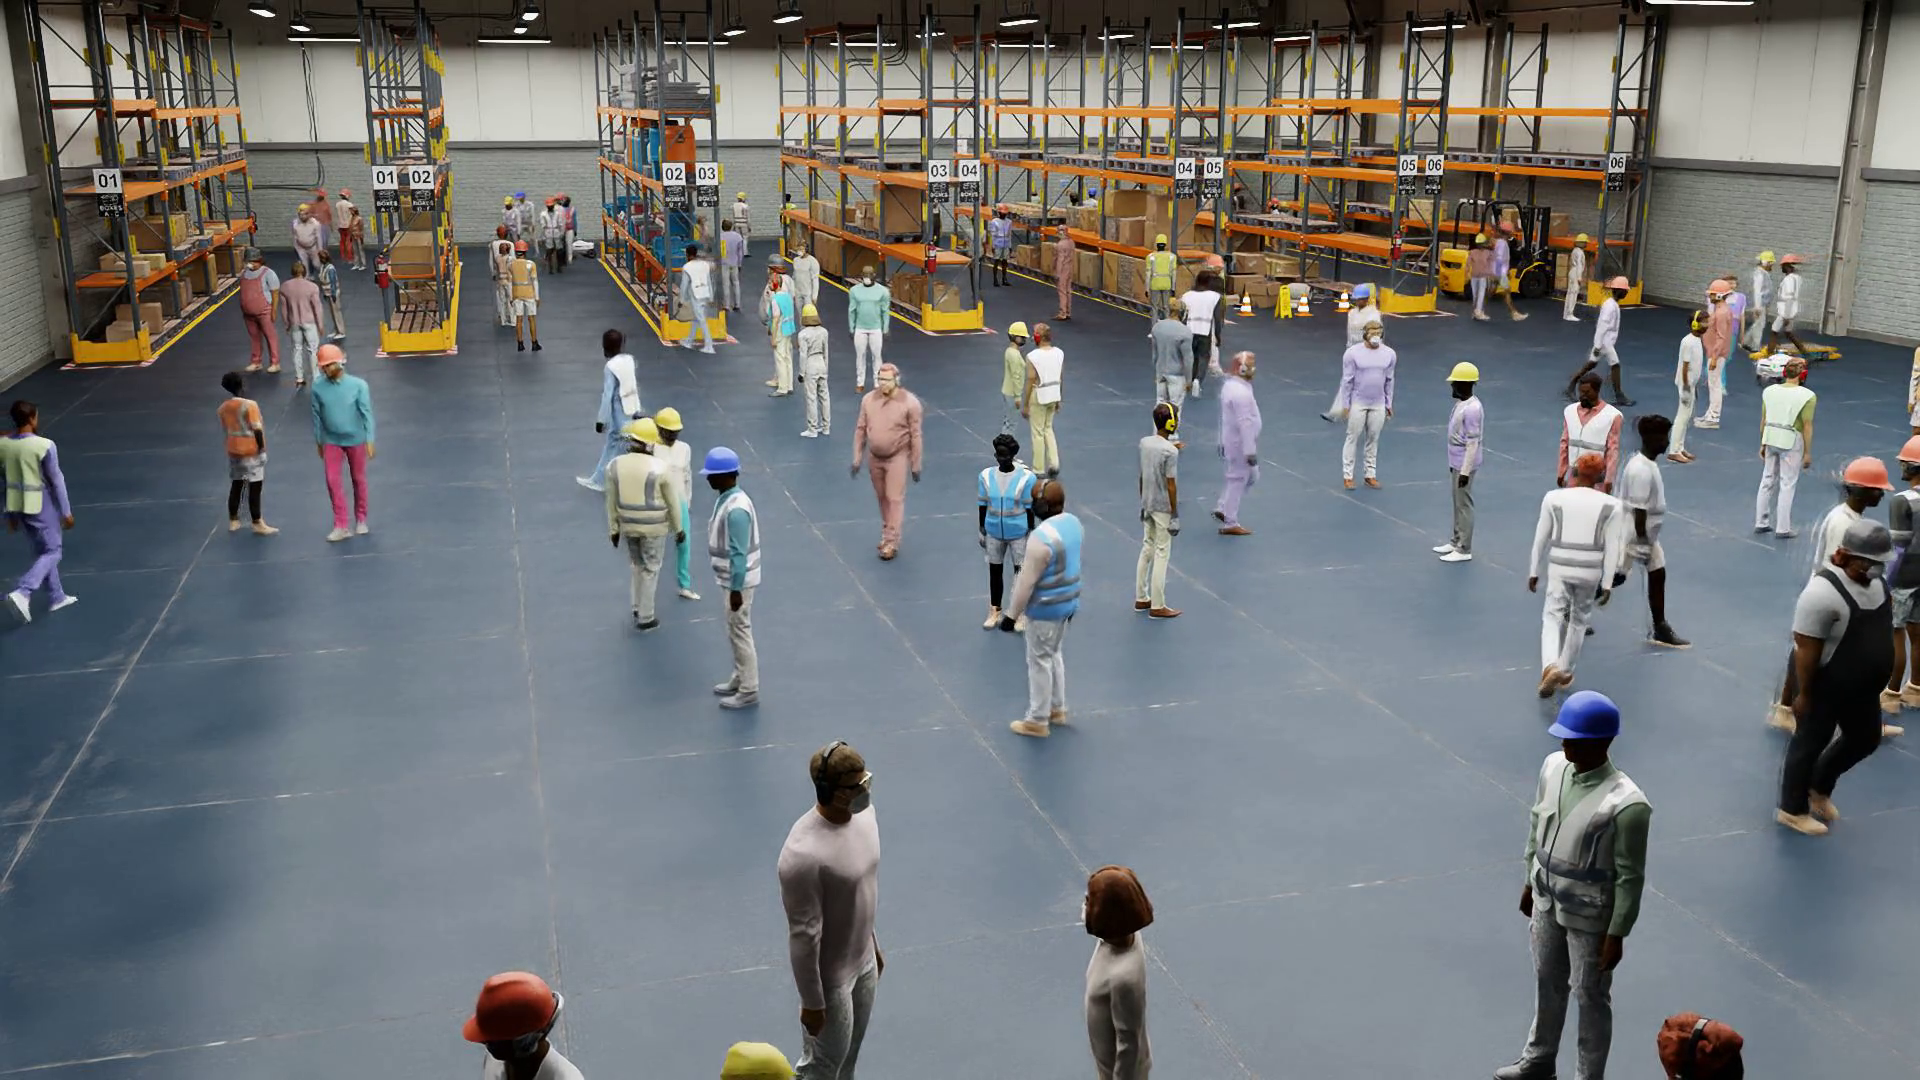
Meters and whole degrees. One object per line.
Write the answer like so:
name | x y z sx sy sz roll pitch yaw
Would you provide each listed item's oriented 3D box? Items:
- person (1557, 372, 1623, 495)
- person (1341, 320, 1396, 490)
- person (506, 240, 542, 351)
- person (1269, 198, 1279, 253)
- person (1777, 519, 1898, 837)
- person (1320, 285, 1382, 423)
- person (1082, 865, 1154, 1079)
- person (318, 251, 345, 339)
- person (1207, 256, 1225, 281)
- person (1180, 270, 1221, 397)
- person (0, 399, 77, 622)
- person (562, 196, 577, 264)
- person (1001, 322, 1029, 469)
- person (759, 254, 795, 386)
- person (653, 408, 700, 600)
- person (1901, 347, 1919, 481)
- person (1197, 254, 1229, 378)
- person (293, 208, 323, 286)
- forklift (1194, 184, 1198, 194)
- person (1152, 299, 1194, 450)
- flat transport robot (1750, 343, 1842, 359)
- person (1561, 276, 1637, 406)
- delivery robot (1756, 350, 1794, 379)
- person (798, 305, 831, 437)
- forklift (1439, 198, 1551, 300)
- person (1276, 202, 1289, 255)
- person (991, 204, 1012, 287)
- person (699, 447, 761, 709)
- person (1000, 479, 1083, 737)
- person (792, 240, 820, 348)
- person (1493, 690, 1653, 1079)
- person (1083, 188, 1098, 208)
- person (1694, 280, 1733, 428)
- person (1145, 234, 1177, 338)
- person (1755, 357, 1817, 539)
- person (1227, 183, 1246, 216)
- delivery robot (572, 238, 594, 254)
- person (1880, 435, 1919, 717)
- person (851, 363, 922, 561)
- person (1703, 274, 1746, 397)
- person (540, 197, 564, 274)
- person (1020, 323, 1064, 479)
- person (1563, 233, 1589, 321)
person | 5.871 -0.633 15.583 0.410 1.906 0.600 -10 18 -34
person | 4.635 -1.538 18.921 0.627 1.940 0.371 -2 15 -8
person | -7.683 -4.299 29.307 0.542 1.939 0.361 0 15 -1
person | 8.438 -8.318 44.779 0.319 1.756 0.563 1 15 3
person | 5.232 0.808 9.898 0.708 2.000 0.544 -8 17 -28
person | 5.406 -2.516 22.657 0.981 1.894 0.621 -10 18 -32
person | 0.579 1.982 6.258 0.285 1.633 0.501 0 15 1
person | -11.677 -4.549 30.861 0.322 1.627 0.528 -11 18 -36
person | 4.538 -4.315 29.956 0.283 1.633 0.499 -12 19 -37
person | 3.563 -3.068 24.772 0.612 1.894 0.777 5 16 20
person | -7.931 -0.249 14.178 0.597 1.895 0.784 4 15 16
person | -10.639 -8.352 44.812 0.648 1.806 0.627 -4 15 -15
person | 0.667 -1.746 20.044 0.329 1.763 0.523 -1 15 -5
person | -2.855 -3.411 25.773 0.536 2.000 0.672 4 15 16
person | -2.641 -0.342 14.802 0.527 1.742 0.659 -13 20 -40
person | 11.283 -1.626 19.251 0.544 1.939 0.355 7 16 25
person | 3.976 -3.621 26.733 0.613 1.964 0.898 -14 21 -43
person | -15.183 -6.795 38.799 0.647 1.895 0.622 -2 15 -6
forklift | 7.392 -11.333 53.972 1.873 2.768 1.129 -4 15 -15
person | 2.678 -2.077 20.978 0.381 1.927 0.640 -13 20 -41
flat transport robot | 14.273 -3.203 28.383 1.431 0.197 0.652 -7 16 -23
person | 9.325 -2.895 24.156 1.036 1.884 0.552 6 16 22
delivery robot | 12.697 -2.700 25.764 0.707 0.478 0.477 -8 17 -27
person | -1.944 -2.226 21.899 0.322 1.736 0.487 14 20 43
forklift | 11.913 -6.508 37.130 2.313 2.155 1.214 -4 15 -15
person | 8.482 -7.985 43.655 0.300 1.697 0.697 -4 15 -13
person | 0.993 -6.986 39.416 0.545 1.941 0.350 -7 16 -25
person | -1.661 0.268 12.133 0.422 1.935 0.621 -4 15 -15
person | 0.598 0.477 11.565 0.452 1.826 0.662 7 17 26
person | -2.740 -4.350 29.523 0.625 1.933 0.374 14 20 42
person | 2.658 1.572 7.196 0.388 1.947 0.615 -6 16 -22
person | 3.643 -8.774 46.129 0.603 1.949 0.389 11 18 35
person | 10.190 -2.511 22.472 0.395 1.993 0.616 7 16 24
person | 3.713 -4.699 30.835 0.587 1.928 0.362 -2 15 -6
person | 8.326 -0.928 16.824 0.395 1.836 0.561 -8 17 -27
person | 7.844 -9.194 47.629 0.628 1.985 1.036 -13 20 -41
delivery robot | -10.576 -8.164 46.327 0.707 0.478 0.477 -8 17 -27
person | 6.799 0.257 11.964 0.611 2.042 0.394 -7 16 -25
person | -0.718 -0.778 16.195 0.662 1.900 0.583 7 17 26
person | 11.517 -3.115 25.106 0.566 1.809 0.859 -2 15 -8
person | -10.331 -7.714 42.176 0.553 1.937 0.375 -5 16 -19
person | 0.965 -1.603 19.374 0.564 1.836 0.413 -14 20 -42
person | 12.388 -5.276 33.386 0.341 1.737 0.486 1 15 5
